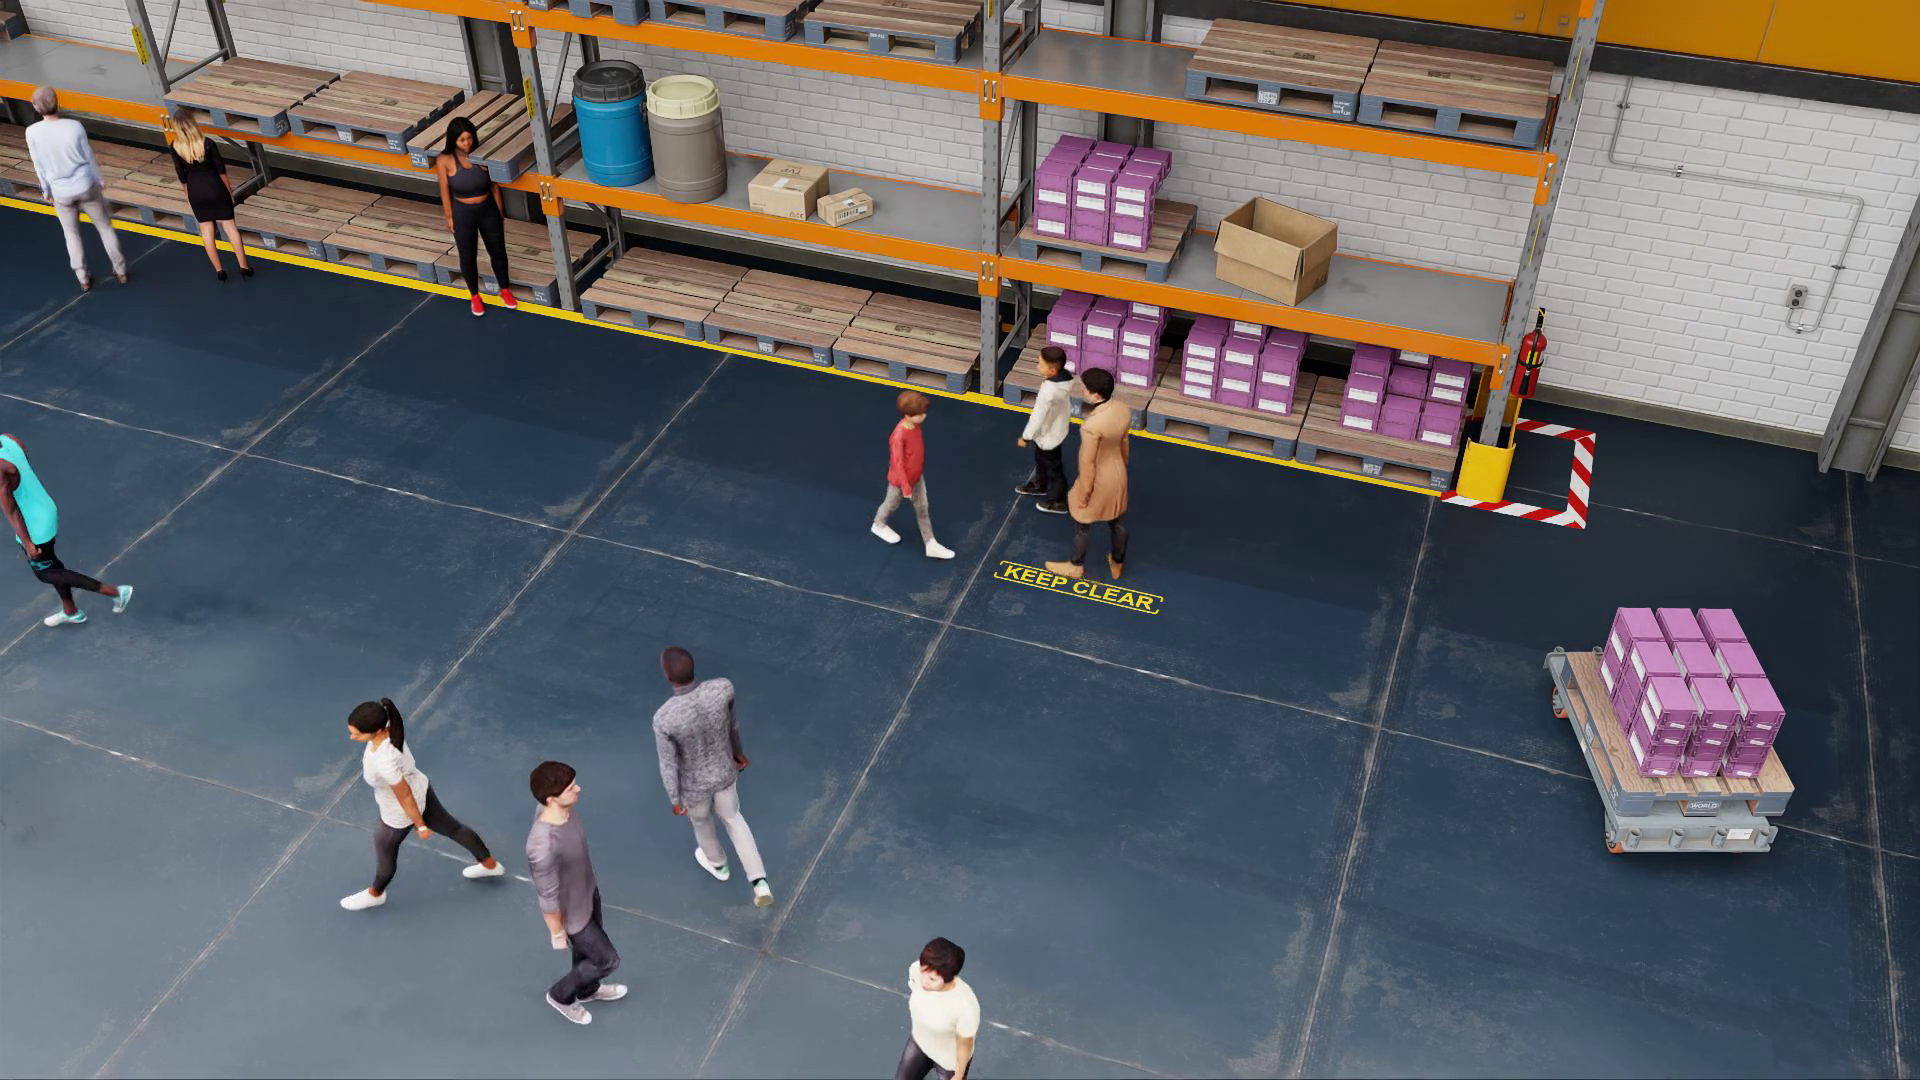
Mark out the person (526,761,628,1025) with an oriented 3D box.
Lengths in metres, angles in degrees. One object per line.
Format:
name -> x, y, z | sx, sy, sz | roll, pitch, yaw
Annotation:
person -> -2.093, 1.852, 8.592 | 0.818, 1.837, 0.812 | -1, 39, -1

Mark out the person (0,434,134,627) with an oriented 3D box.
person -> -6.054, -0.117, 11.104 | 1.026, 1.779, 0.871 | -4, 39, -5

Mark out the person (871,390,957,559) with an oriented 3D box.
person -> -0.453, -0.486, 11.887 | 0.979, 1.377, 0.661 | 21, 43, 24

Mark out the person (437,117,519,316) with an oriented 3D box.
person -> -4.229, -2.848, 14.494 | 0.767, 1.815, 0.829 | -16, 41, -19

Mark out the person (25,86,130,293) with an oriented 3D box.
person -> -7.818, -3.093, 14.745 | 0.782, 1.884, 0.848 | -17, 42, -20

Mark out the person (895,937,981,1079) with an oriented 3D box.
person -> -0.041, 2.419, 8.090 | 0.757, 1.577, 0.647 | -32, 48, -33

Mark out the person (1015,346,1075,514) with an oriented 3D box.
person -> 0.724, -0.790, 12.221 | 0.694, 1.436, 0.618 | 10, 40, 13

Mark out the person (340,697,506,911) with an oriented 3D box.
person -> -2.998, 1.467, 9.276 | 1.216, 1.584, 0.990 | -6, 39, -7

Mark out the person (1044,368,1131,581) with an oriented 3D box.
person -> 1.020, -0.425, 11.541 | 0.833, 1.714, 0.844 | -28, 46, -30

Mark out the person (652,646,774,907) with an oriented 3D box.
person -> -1.365, 1.367, 9.222 | 0.975, 1.809, 1.121 | -27, 46, -29

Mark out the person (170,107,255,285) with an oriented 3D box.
person -> -6.726, -3.076, 14.891 | 0.565, 1.677, 0.670 | -8, 39, -10
